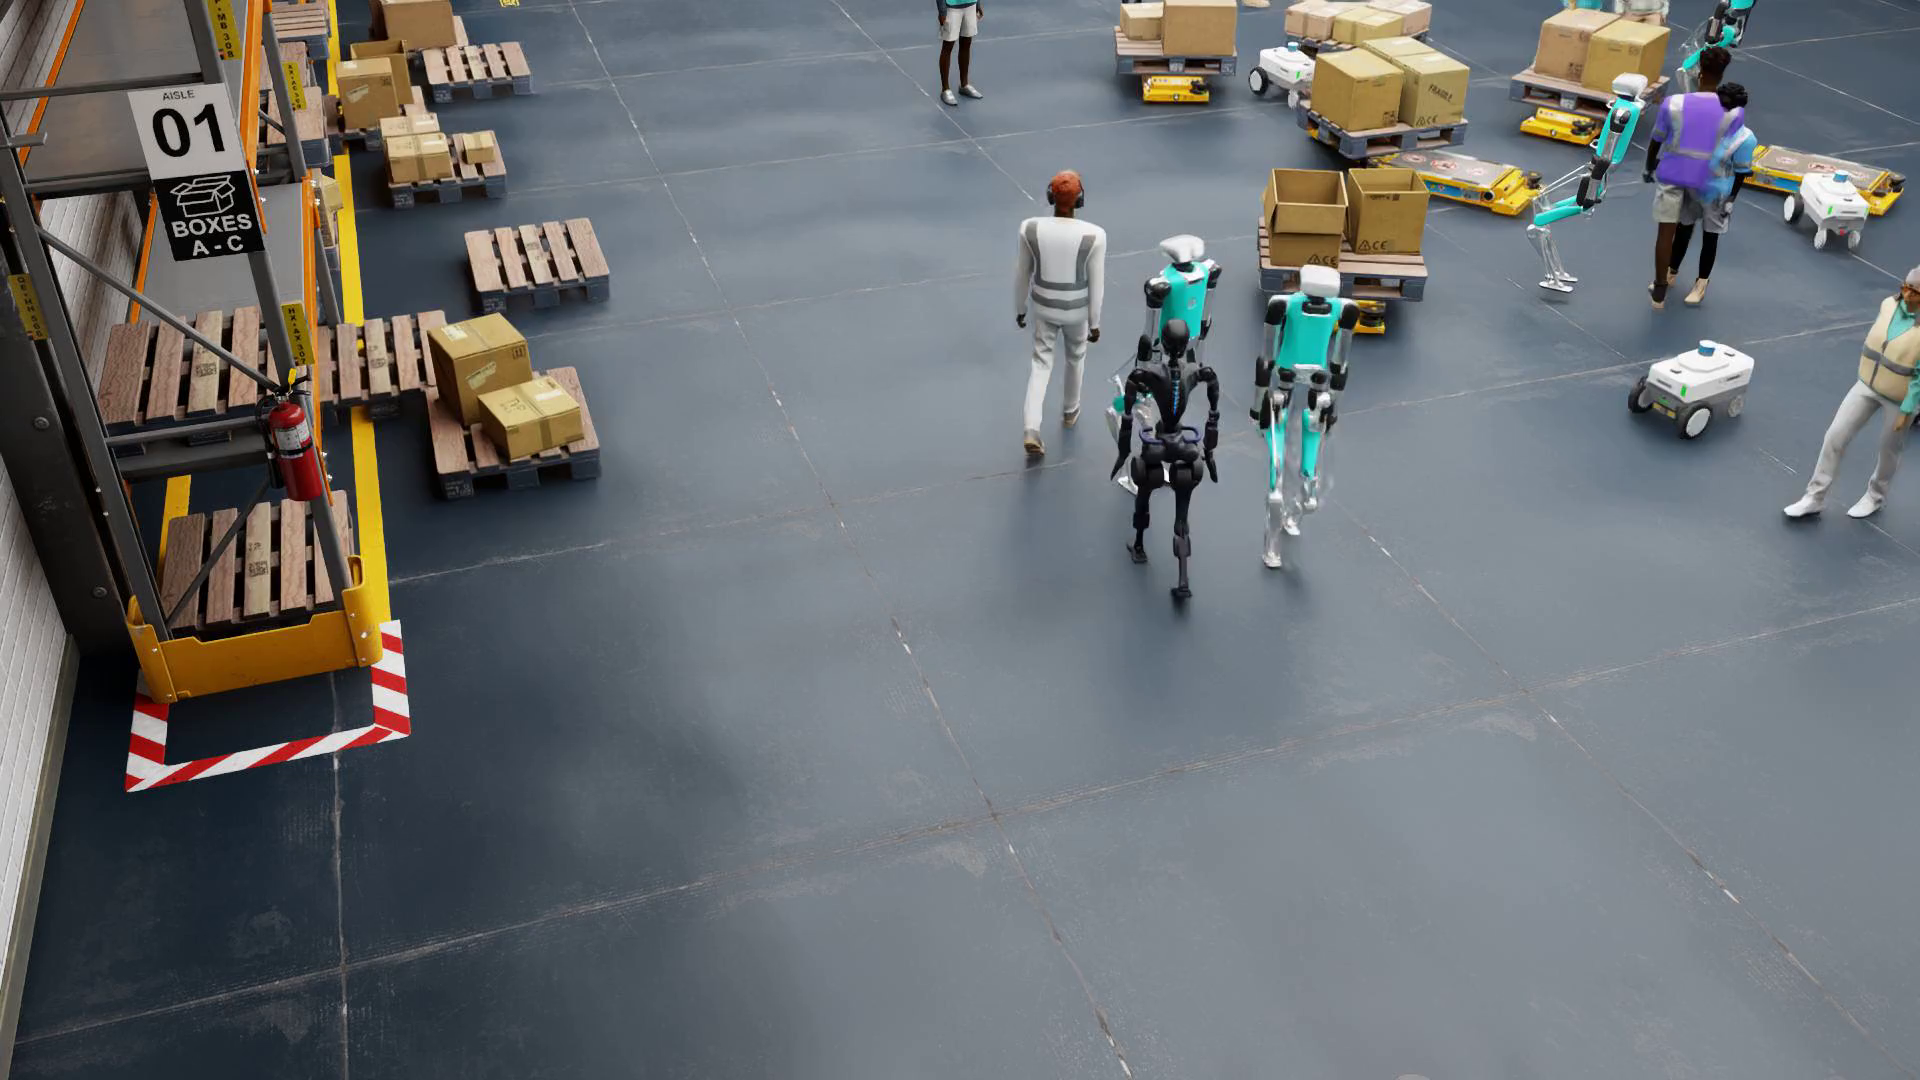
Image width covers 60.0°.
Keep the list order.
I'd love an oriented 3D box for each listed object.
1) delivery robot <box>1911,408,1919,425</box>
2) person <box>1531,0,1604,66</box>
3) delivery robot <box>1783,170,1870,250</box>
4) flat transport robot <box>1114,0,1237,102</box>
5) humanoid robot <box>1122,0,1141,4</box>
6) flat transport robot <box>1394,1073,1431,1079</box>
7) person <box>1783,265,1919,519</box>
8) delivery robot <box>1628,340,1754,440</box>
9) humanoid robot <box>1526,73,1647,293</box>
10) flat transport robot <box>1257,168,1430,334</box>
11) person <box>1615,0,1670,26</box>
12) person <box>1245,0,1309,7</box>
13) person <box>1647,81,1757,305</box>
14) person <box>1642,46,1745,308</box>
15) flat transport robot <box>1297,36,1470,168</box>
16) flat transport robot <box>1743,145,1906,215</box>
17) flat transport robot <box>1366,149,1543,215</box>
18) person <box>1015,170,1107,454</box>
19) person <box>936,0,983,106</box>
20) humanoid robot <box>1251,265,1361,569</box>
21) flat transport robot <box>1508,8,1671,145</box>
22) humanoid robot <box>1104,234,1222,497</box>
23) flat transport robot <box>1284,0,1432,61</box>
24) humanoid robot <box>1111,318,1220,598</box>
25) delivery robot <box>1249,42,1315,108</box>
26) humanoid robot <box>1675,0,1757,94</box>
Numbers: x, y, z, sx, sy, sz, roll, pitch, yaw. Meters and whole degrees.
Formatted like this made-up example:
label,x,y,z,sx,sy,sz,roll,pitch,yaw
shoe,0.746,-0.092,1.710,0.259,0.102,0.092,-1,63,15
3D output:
label,x,y,z,sx,sy,sz,roll,pitch,yaw
delivery robot,6.753,-1.038,11.197,0.499,0.604,0.808,20,38,28
person,6.177,-5.293,16.567,0.643,1.801,0.670,-20,38,-27
delivery robot,7.270,-2.790,13.891,0.499,0.612,0.796,3,33,5
flat transport robot,2.216,-4.879,17.341,0.659,0.231,1.431,2,33,2
humanoid robot,1.879,-6.141,18.010,0.600,1.655,0.440,-7,34,-11
flat transport robot,1.751,2.577,5.906,0.659,0.231,1.431,12,35,17
person,5.402,-0.827,9.824,0.791,1.675,0.486,-15,36,-21
delivery robot,4.956,-1.043,11.214,0.815,0.614,0.499,-17,37,-24
humanoid robot,4.648,-2.717,12.595,0.752,1.690,0.530,17,37,24
flat transport robot,2.904,-1.992,12.914,0.659,0.231,1.431,4,33,6
person,6.865,-5.348,16.804,0.509,1.656,0.613,4,33,6
person,3.822,-7.070,19.275,0.956,1.820,0.495,12,35,18
person,5.637,-2.618,12.566,0.319,1.696,0.531,-24,40,-32
person,5.513,-2.811,12.656,0.607,1.909,1.014,9,34,13
flat transport robot,3.884,-3.680,15.503,0.659,0.231,1.431,-10,35,-16
flat transport robot,7.561,-3.226,14.806,1.431,0.231,0.659,24,40,32
flat transport robot,4.375,-3.218,14.794,1.431,0.231,0.659,21,39,29
person,0.622,-1.453,10.641,0.581,1.853,0.879,9,34,13
person,-0.027,-5.331,16.505,0.553,1.940,0.418,-24,40,-32
humanoid robot,1.959,-0.591,9.453,0.562,1.780,0.934,1,33,1
flat transport robot,6.115,-4.209,16.314,0.659,0.231,1.431,24,40,32
humanoid robot,1.160,-1.098,10.158,0.530,1.738,0.727,-22,39,-30
flat transport robot,4.189,-5.075,17.642,1.431,0.231,0.659,28,42,36
humanoid robot,1.167,-0.473,9.337,0.611,1.633,0.750,-2,33,-4
delivery robot,3.341,-4.743,16.863,0.499,0.587,0.789,-15,36,-21
humanoid robot,7.268,-4.931,16.059,0.534,1.776,0.666,-21,39,-29
